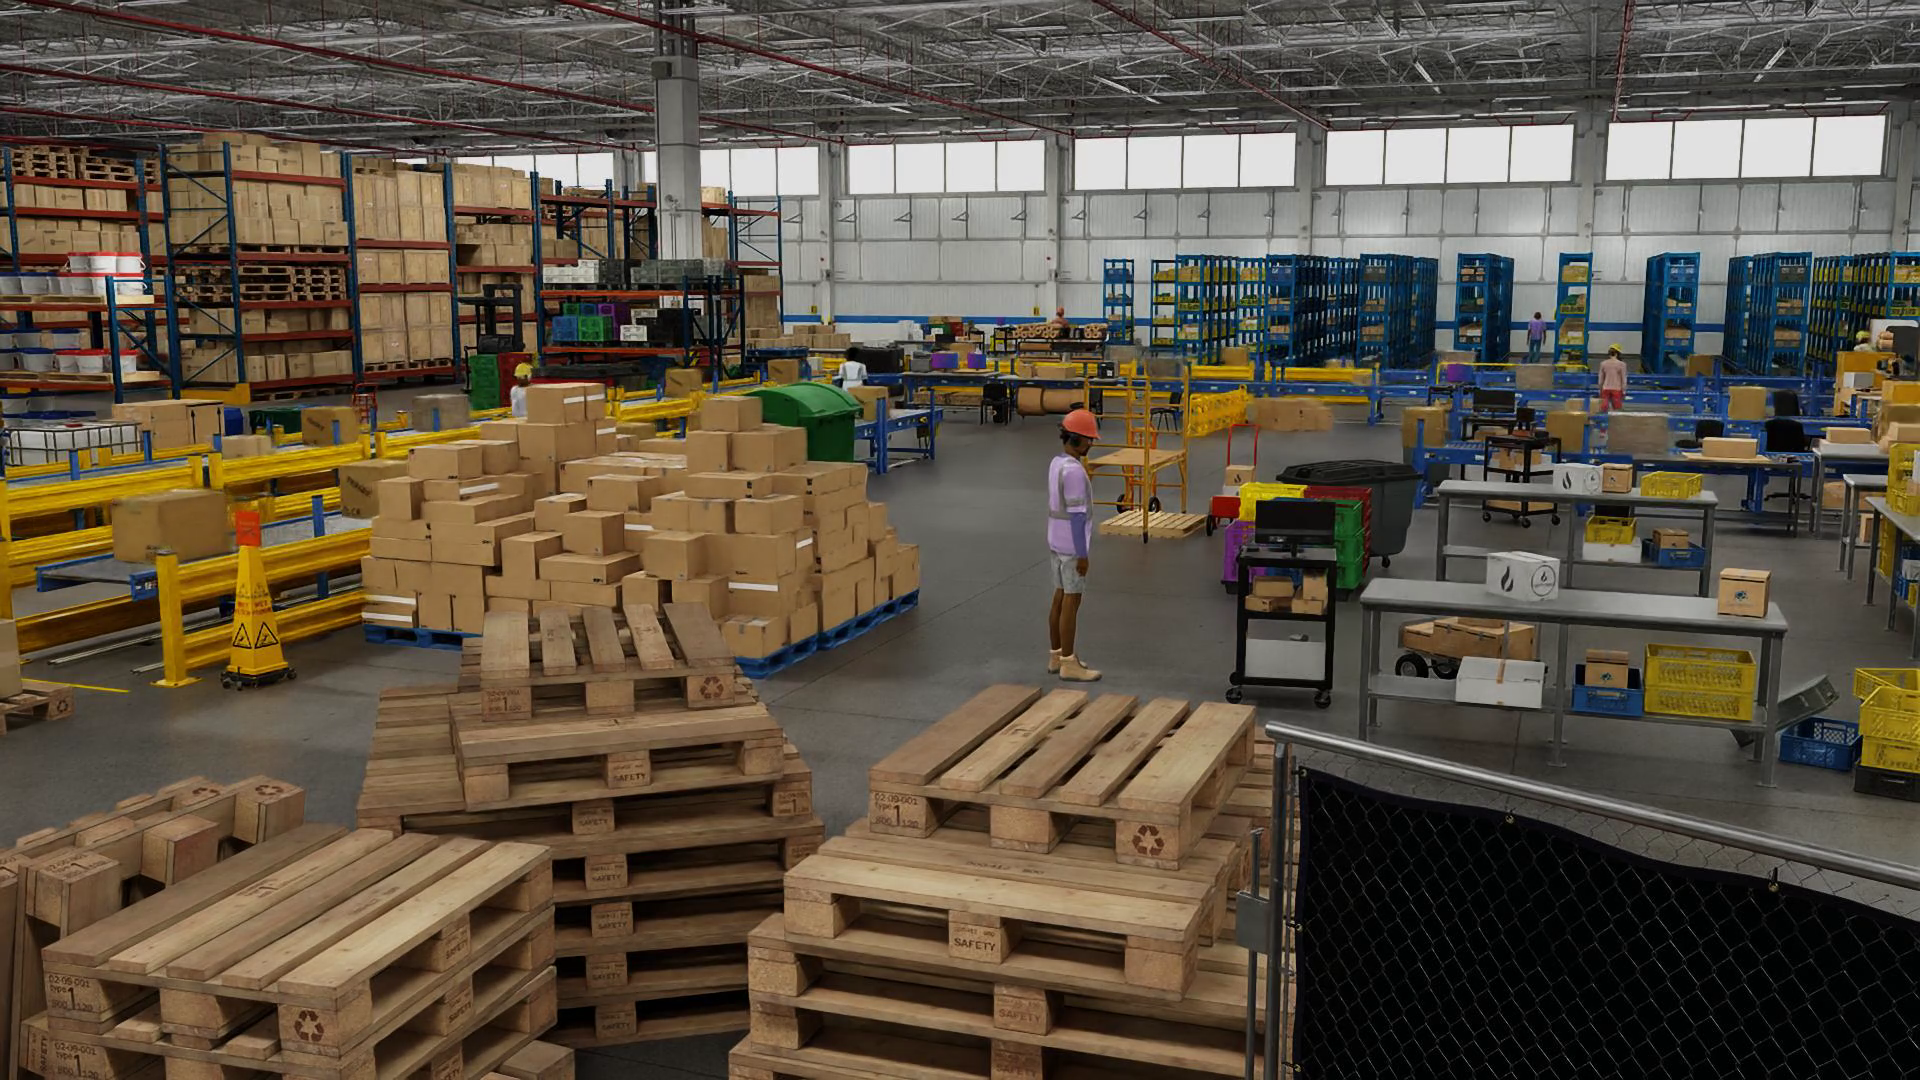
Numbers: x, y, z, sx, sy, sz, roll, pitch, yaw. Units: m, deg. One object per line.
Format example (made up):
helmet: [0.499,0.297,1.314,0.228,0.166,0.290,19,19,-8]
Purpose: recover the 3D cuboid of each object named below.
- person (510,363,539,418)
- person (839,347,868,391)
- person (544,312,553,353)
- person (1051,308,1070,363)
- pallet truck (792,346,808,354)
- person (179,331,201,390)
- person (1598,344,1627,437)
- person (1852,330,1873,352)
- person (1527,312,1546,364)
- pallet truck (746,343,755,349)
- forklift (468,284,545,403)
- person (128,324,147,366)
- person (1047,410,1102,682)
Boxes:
person: [-6.134,-1.630,23.754,0.597,1.811,0.827,4,10,21]
person: [-2.048,-2.865,31.917,0.548,1.658,0.857,0,9,1]
person: [-14.478,-7.134,58.163,0.627,1.838,0.429,-5,10,-27]
person: [3.227,-6.455,53.394,0.608,1.995,0.377,2,9,12]
pallet truck: [-3.705,-4.298,42.022,0.653,1.274,1.630,3,10,20]
person: [-20.095,-4.598,42.978,0.519,1.598,0.803,7,11,38]
person: [12.187,-2.779,31.054,0.522,1.761,0.322,8,12,40]
person: [19.981,-3.726,36.810,0.590,1.819,0.659,-6,11,-33]
person: [19.059,-6.625,55.026,0.591,1.810,0.834,2,9,12]
pallet truck: [-6.183,-4.618,44.264,1.601,1.201,0.680,-9,12,-43]
forklift: [-10.832,-4.702,39.610,1.129,2.768,1.873,3,10,20]
person: [-24.657,-5.681,49.793,0.521,1.593,0.872,3,10,20]
person: [0.857,0.042,12.479,0.389,2.034,0.605,-2,9,-12]
